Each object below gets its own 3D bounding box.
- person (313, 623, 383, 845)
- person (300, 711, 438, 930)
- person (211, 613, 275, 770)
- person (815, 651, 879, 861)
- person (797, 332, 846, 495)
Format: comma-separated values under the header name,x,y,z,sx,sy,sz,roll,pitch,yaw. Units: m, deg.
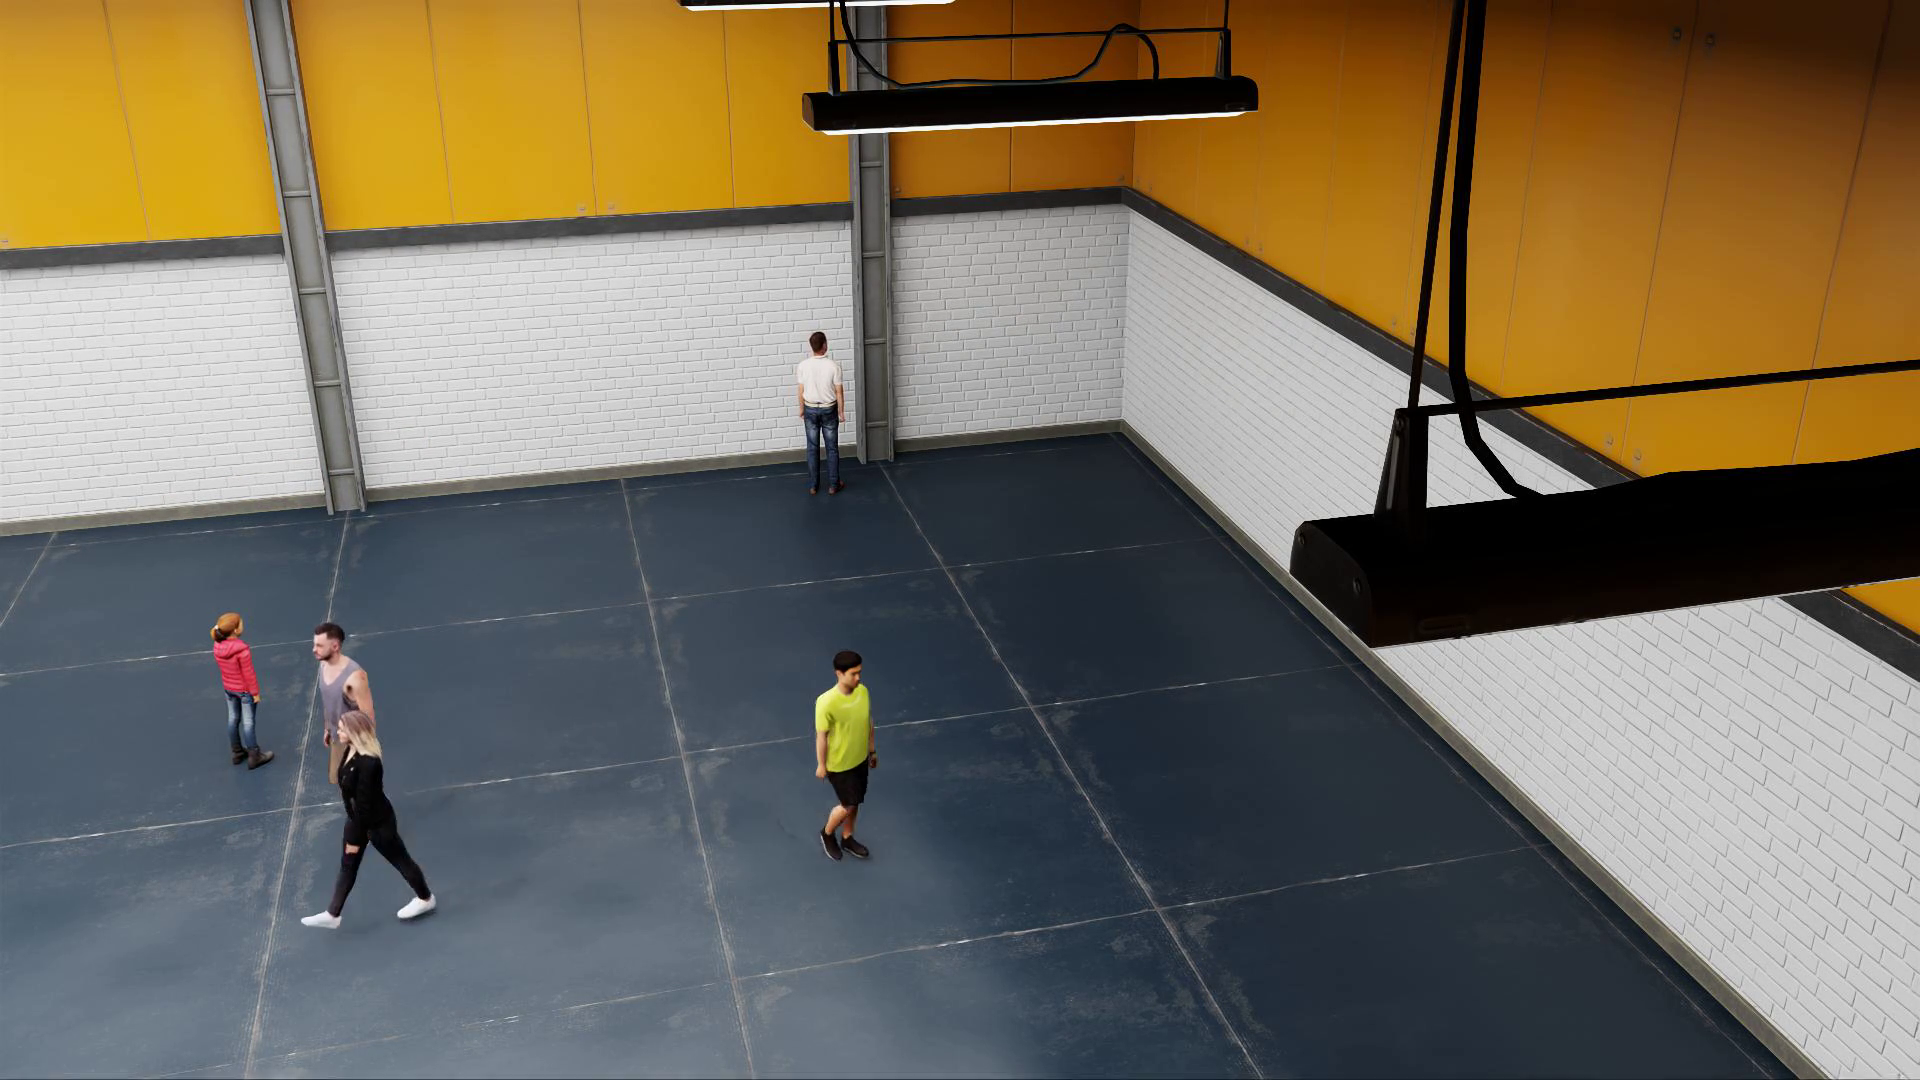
name,x,y,z,sx,sy,sz,roll,pitch,yaw
person,-4.468,1.411,12.364,0.769,1.832,0.825,19,30,36
person,-3.871,1.901,11.269,1.182,1.644,0.870,-16,28,-31
person,-5.772,1.196,13.295,0.575,1.313,0.641,12,26,25
person,-0.880,1.536,12.037,0.834,1.698,0.769,18,30,36
person,-1.564,-1.422,18.614,0.626,1.851,0.797,2,24,4
